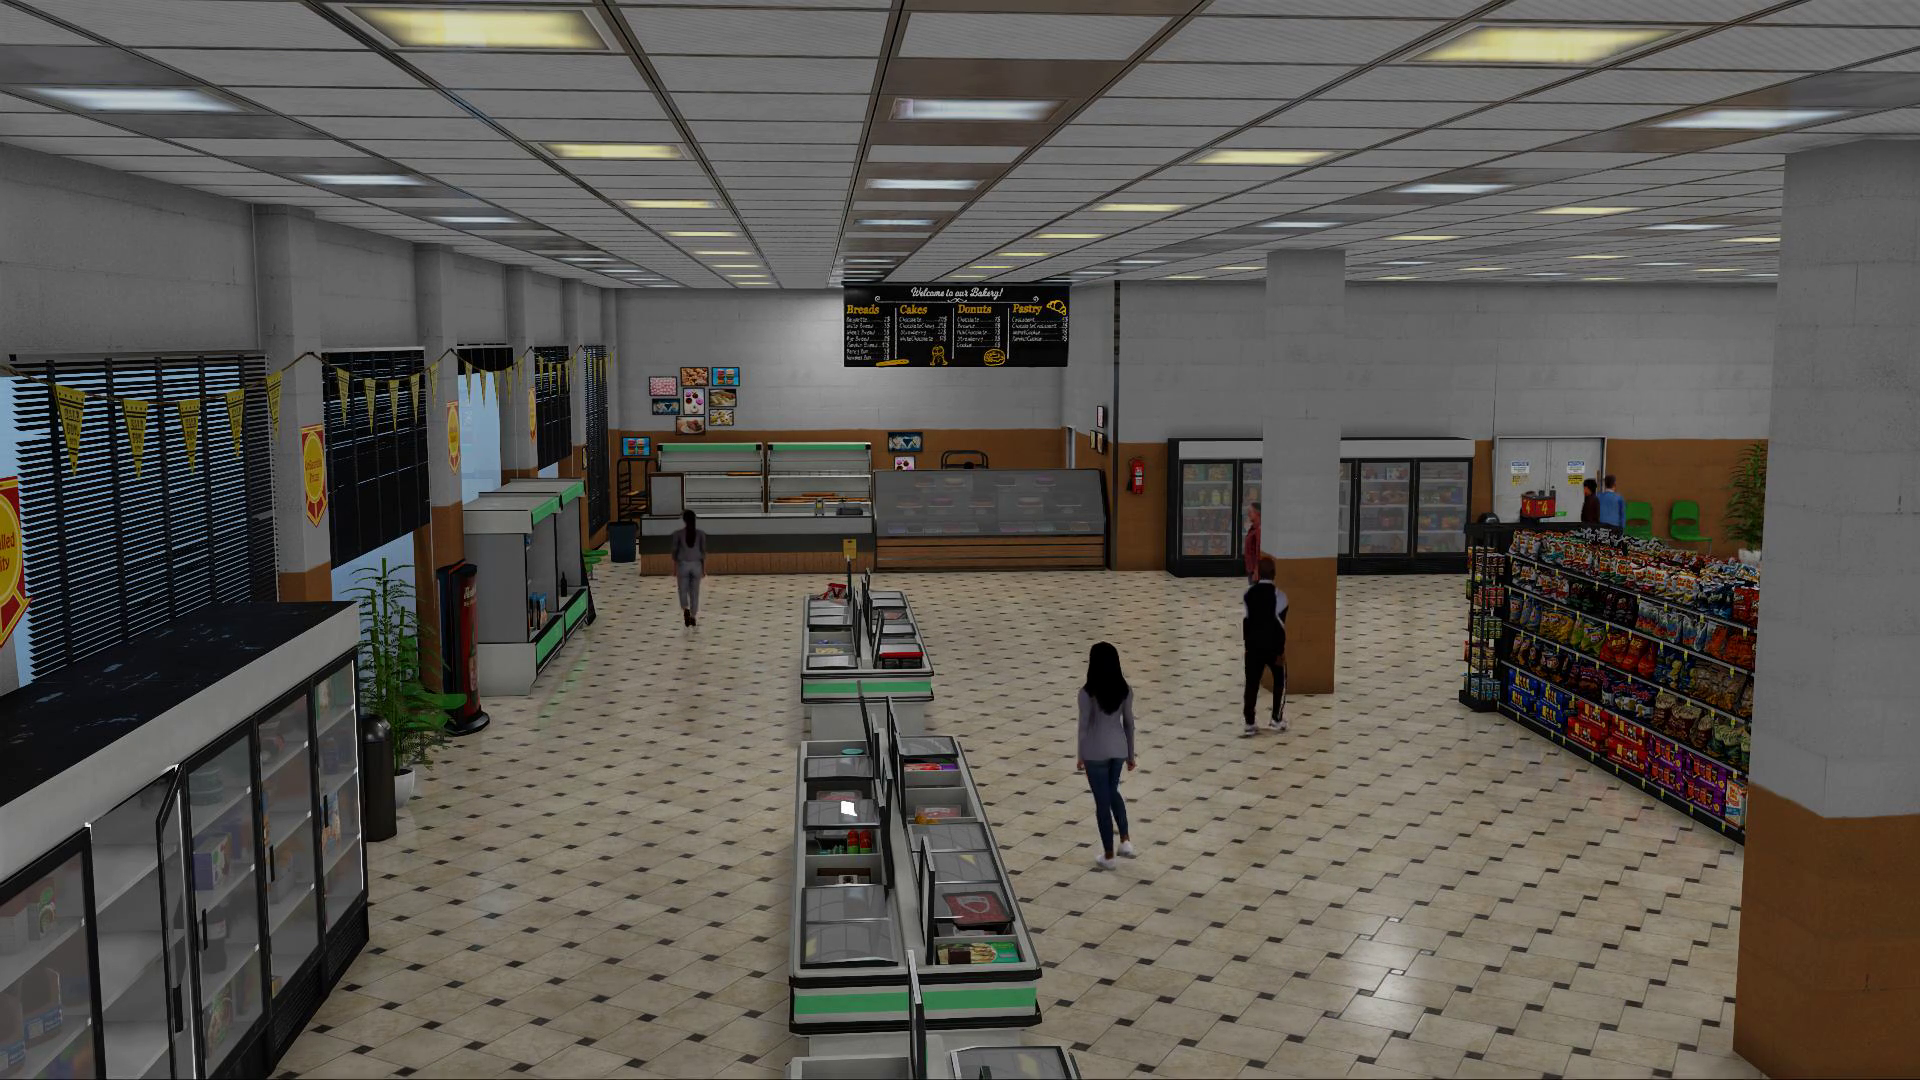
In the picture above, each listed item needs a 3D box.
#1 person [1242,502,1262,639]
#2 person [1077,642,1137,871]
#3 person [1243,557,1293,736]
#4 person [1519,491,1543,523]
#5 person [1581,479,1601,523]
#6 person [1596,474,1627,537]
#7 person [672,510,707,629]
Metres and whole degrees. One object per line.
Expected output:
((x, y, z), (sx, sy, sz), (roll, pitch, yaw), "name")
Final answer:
((4.004, 0.402, 22.388), (0.793, 1.831, 0.573), (1, 7, 8), "person")
((1.137, 1.649, 12.520), (0.704, 1.722, 0.716), (-3, 7, -23), "person")
((3.016, 1.089, 16.778), (0.952, 1.812, 1.012), (5, 9, 38), "person")
((9.686, -0.114, 28.251), (0.613, 1.448, 0.682), (7, 10, 43), "person")
((10.221, -0.061, 26.683), (1.153, 1.720, 1.141), (4, 8, 29), "person")
((10.622, -0.178, 27.227), (0.743, 1.820, 0.782), (5, 8, 34), "person")
((-3.719, 0.433, 22.858), (0.724, 1.657, 1.026), (-2, 7, -14), "person")
